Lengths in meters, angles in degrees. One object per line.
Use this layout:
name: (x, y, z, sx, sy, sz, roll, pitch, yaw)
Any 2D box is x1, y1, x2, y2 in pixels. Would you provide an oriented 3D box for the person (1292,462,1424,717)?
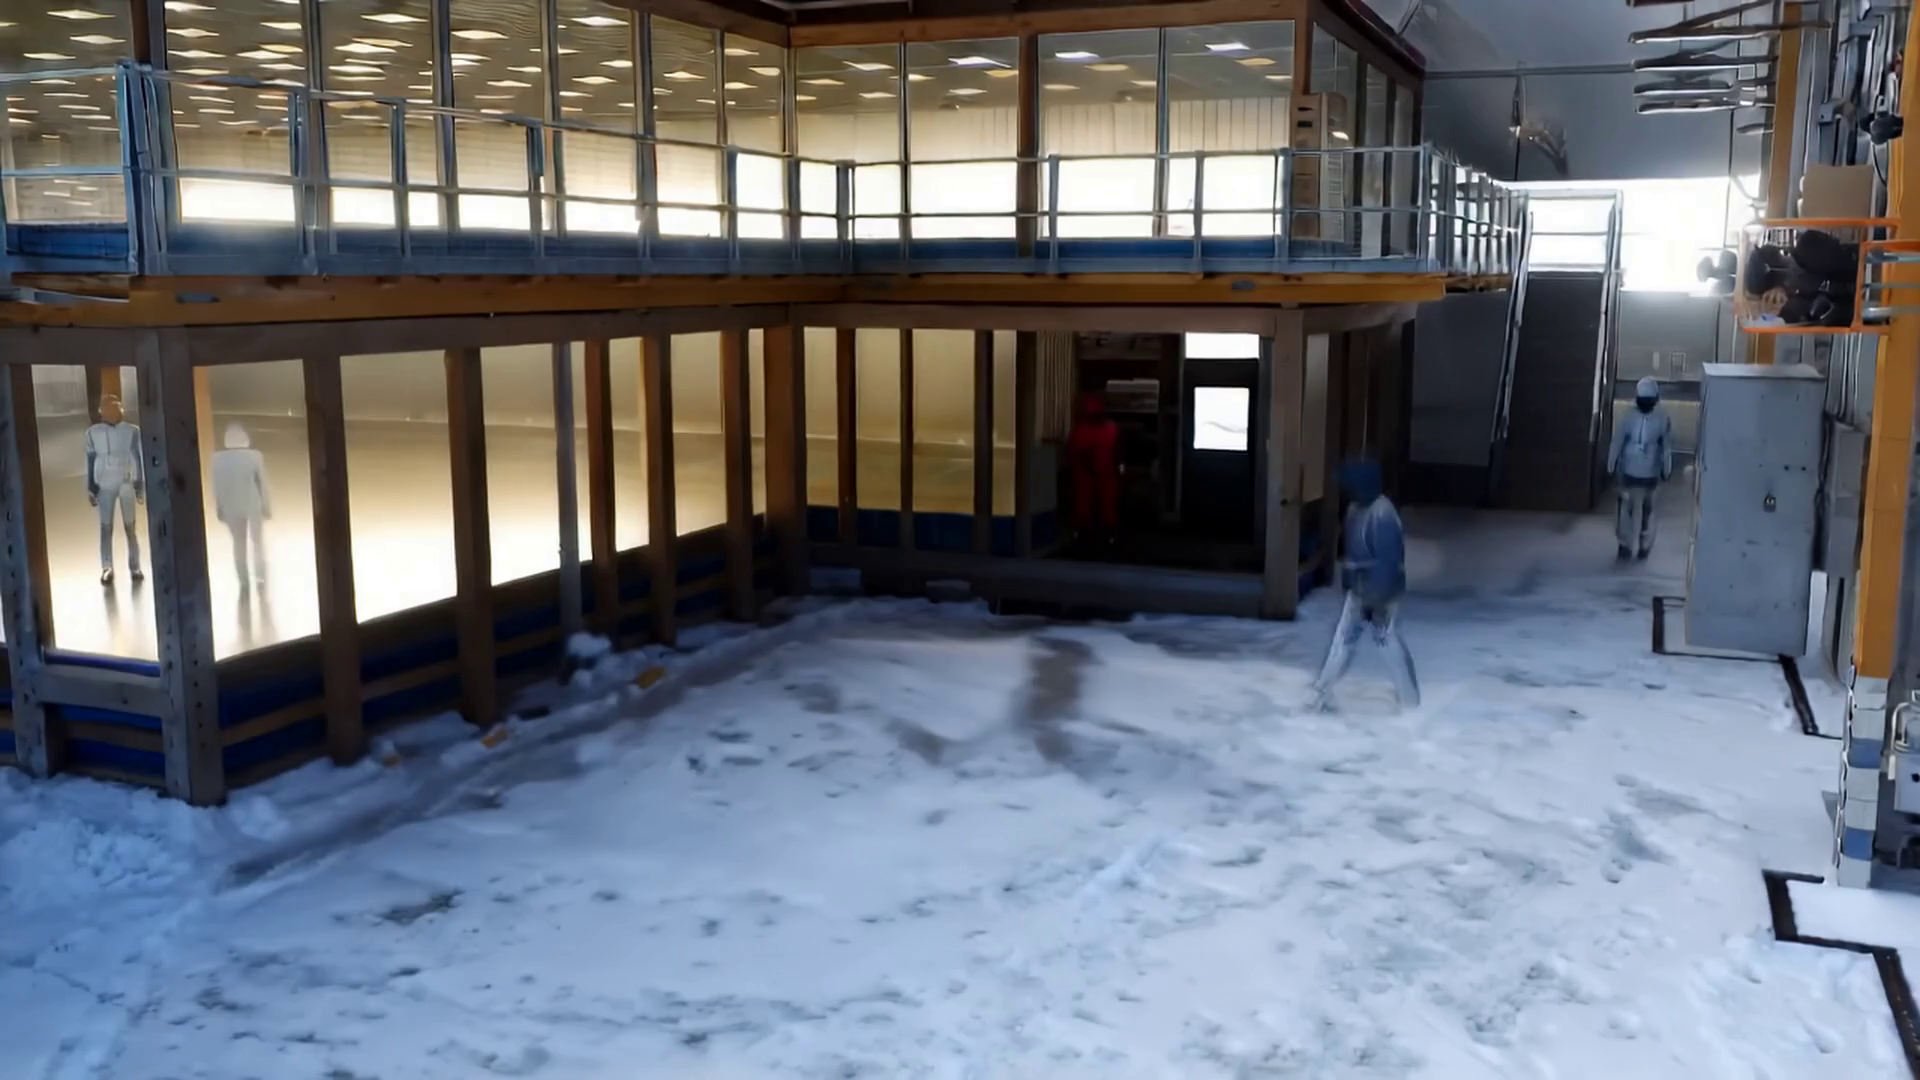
person: (2.752, 0.347, 11.332, 0.936, 1.777, 0.690, 0, 9, -1)

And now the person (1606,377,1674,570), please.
person: (7.012, -0.695, 17.136, 0.631, 1.973, 0.571, 6, 11, 33)
